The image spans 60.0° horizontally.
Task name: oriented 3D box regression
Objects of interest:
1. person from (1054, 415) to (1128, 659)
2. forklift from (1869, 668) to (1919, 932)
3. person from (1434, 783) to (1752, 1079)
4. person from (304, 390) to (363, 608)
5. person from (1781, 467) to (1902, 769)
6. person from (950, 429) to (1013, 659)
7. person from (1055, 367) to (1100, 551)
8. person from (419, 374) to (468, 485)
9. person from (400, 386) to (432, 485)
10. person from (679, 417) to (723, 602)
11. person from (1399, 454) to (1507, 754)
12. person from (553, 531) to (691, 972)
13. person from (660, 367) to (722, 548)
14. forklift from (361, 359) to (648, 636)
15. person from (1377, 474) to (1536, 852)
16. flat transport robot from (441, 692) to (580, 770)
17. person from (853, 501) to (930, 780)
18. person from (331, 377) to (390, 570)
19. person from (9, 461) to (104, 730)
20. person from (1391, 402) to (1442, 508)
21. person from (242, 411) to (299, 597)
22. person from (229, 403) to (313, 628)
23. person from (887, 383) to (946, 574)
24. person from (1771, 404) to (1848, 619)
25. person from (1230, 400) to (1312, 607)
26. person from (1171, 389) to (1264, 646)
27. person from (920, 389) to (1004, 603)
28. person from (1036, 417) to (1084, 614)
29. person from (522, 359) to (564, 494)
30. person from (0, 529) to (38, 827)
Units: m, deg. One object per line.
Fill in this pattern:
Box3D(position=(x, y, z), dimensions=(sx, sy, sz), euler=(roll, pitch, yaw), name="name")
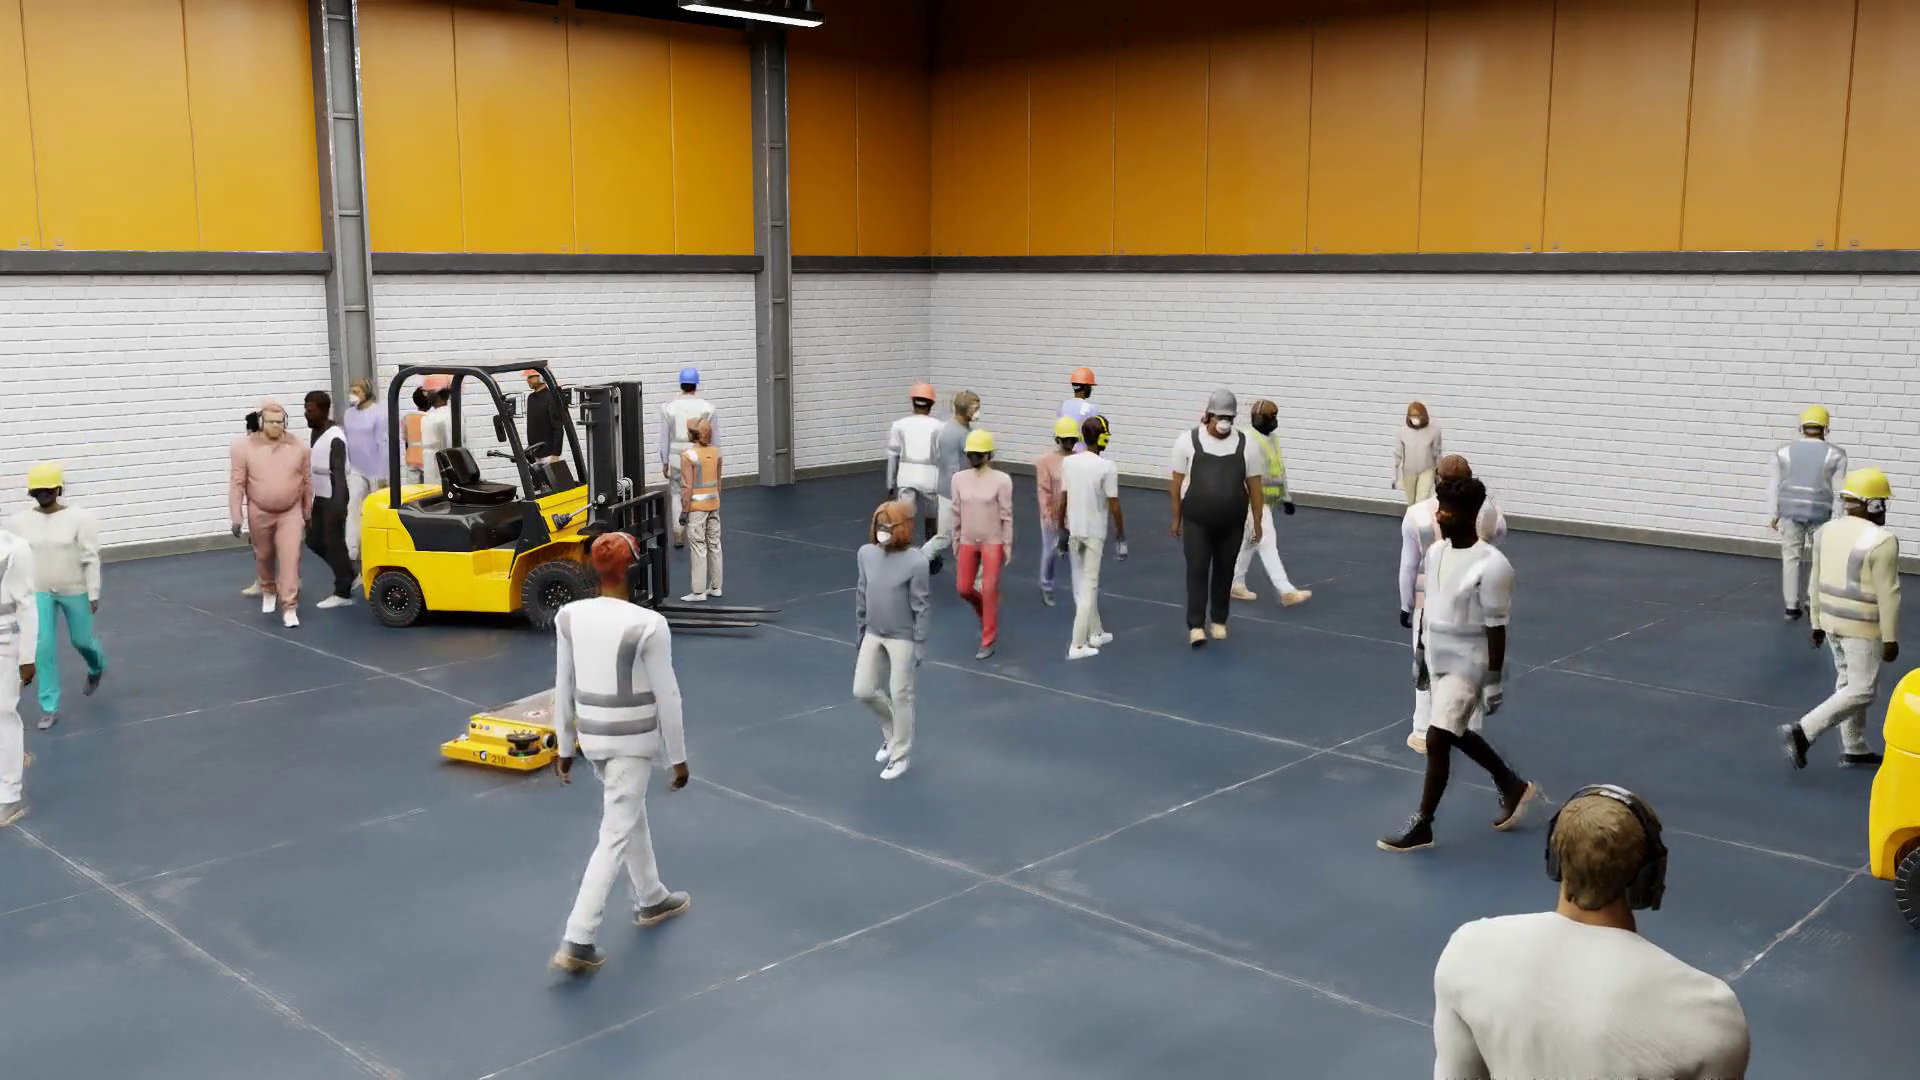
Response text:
Box3D(position=(1.061, -0.034, 12.740), dimensions=(0.552, 1.839, 0.800), euler=(9, 13, 43), name="person")
Box3D(position=(5.205, 0.723, 7.013), dimensions=(2.313, 2.155, 1.214), euler=(9, 13, 43), name="forklift")
Box3D(position=(1.265, 1.445, 3.397), dimensions=(0.633, 1.944, 0.381), euler=(8, 12, 41), name="person")
Box3D(position=(-5.481, -0.355, 14.472), dimensions=(0.422, 1.910, 0.639), euler=(-8, 12, -39), name="person")
Box3D(position=(5.157, 0.479, 9.672), dimensions=(0.718, 1.815, 0.600), euler=(-1, 9, -7), name="person")
Box3D(position=(0.189, 0.015, 12.726), dimensions=(0.528, 1.754, 0.505), euler=(4, 10, 24), name="person")
Box3D(position=(1.254, -0.827, 17.308), dimensions=(0.551, 1.932, 0.377), euler=(9, 13, 43), name="person")
Box3D(position=(-4.740, -0.571, 15.487), dimensions=(0.800, 2.022, 0.611), euler=(3, 10, 19), name="person")
Box3D(position=(-5.800, -0.821, 18.029), dimensions=(0.531, 1.690, 0.319), euler=(3, 10, 20), name="person")
Box3D(position=(-2.296, -0.269, 14.775), dimensions=(0.306, 1.645, 0.521), euler=(5, 11, 30), name="person")
Box3D(position=(2.974, 0.395, 10.114), dimensions=(0.624, 1.840, 0.429), euler=(1, 9, 6), name="person")
Box3D(position=(-1.482, 0.881, 7.135), dimensions=(0.587, 1.844, 0.961), euler=(5, 11, 28), name="person")
Box3D(position=(-2.803, -0.842, 17.404), dimensions=(0.625, 1.932, 0.550), euler=(-1, 9, -3), name="person")
Box3D(position=(-3.850, -0.407, 13.936), dimensions=(2.313, 2.155, 1.214), euler=(2, 9, 11), name="forklift")
Box3D(position=(2.594, 0.613, 8.498), dimensions=(0.922, 1.934, 0.609), euler=(-3, 10, -16), name="person")
Box3D(position=(-2.495, 1.126, 10.420), dimensions=(0.652, 0.197, 1.431), euler=(5, 10, 26), name="flat transport robot")
Box3D(position=(-0.407, 0.577, 9.616), dimensions=(0.510, 1.621, 0.351), euler=(6, 11, 31), name="person")
Box3D(position=(-5.855, -0.684, 16.567), dimensions=(0.640, 1.899, 1.012), euler=(5, 10, 26), name="person")
Box3D(position=(-5.898, 0.315, 10.951), dimensions=(0.520, 1.736, 0.760), euler=(-2, 10, -15), name="person")
Box3D(position=(4.831, -0.689, 17.611), dimensions=(0.505, 1.558, 0.928), euler=(3, 10, 20), name="person")
Box3D(position=(-6.302, -0.322, 14.978), dimensions=(0.639, 1.670, 0.555), euler=(-5, 10, -27), name="person")
Box3D(position=(-5.785, -0.241, 14.001), dimensions=(0.657, 1.853, 1.027), euler=(-4, 10, -25), name="person")
Box3D(position=(-0.386, -0.539, 15.734), dimensions=(0.632, 1.863, 1.013), euler=(1, 9, 9), name="person")
Box3D(position=(7.114, -0.225, 13.968), dimensions=(0.592, 1.818, 0.417), euler=(7, 12, 37), name="person")
Box3D(position=(2.745, -0.321, 14.623), dimensions=(0.919, 1.802, 0.628), euler=(6, 11, 30), name="person")
Box3D(position=(2.033, -0.178, 13.004), dimensions=(0.705, 2.000, 0.807), euler=(0, 9, -1), name="person")
Box3D(position=(-0.090, -0.387, 14.735), dimensions=(0.913, 1.909, 0.644), euler=(4, 10, 23), name="person")
Box3D(position=(0.880, -0.215, 14.239), dimensions=(0.516, 1.713, 0.920), euler=(-2, 9, -10), name="person")
Box3D(position=(-4.478, -0.947, 17.859), dimensions=(0.394, 1.994, 0.612), euler=(-9, 13, -42), name="person")
Box3D(position=(-5.170, 0.580, 8.865), dimensions=(0.601, 1.871, 0.459), euler=(1, 9, 8), name="person")
